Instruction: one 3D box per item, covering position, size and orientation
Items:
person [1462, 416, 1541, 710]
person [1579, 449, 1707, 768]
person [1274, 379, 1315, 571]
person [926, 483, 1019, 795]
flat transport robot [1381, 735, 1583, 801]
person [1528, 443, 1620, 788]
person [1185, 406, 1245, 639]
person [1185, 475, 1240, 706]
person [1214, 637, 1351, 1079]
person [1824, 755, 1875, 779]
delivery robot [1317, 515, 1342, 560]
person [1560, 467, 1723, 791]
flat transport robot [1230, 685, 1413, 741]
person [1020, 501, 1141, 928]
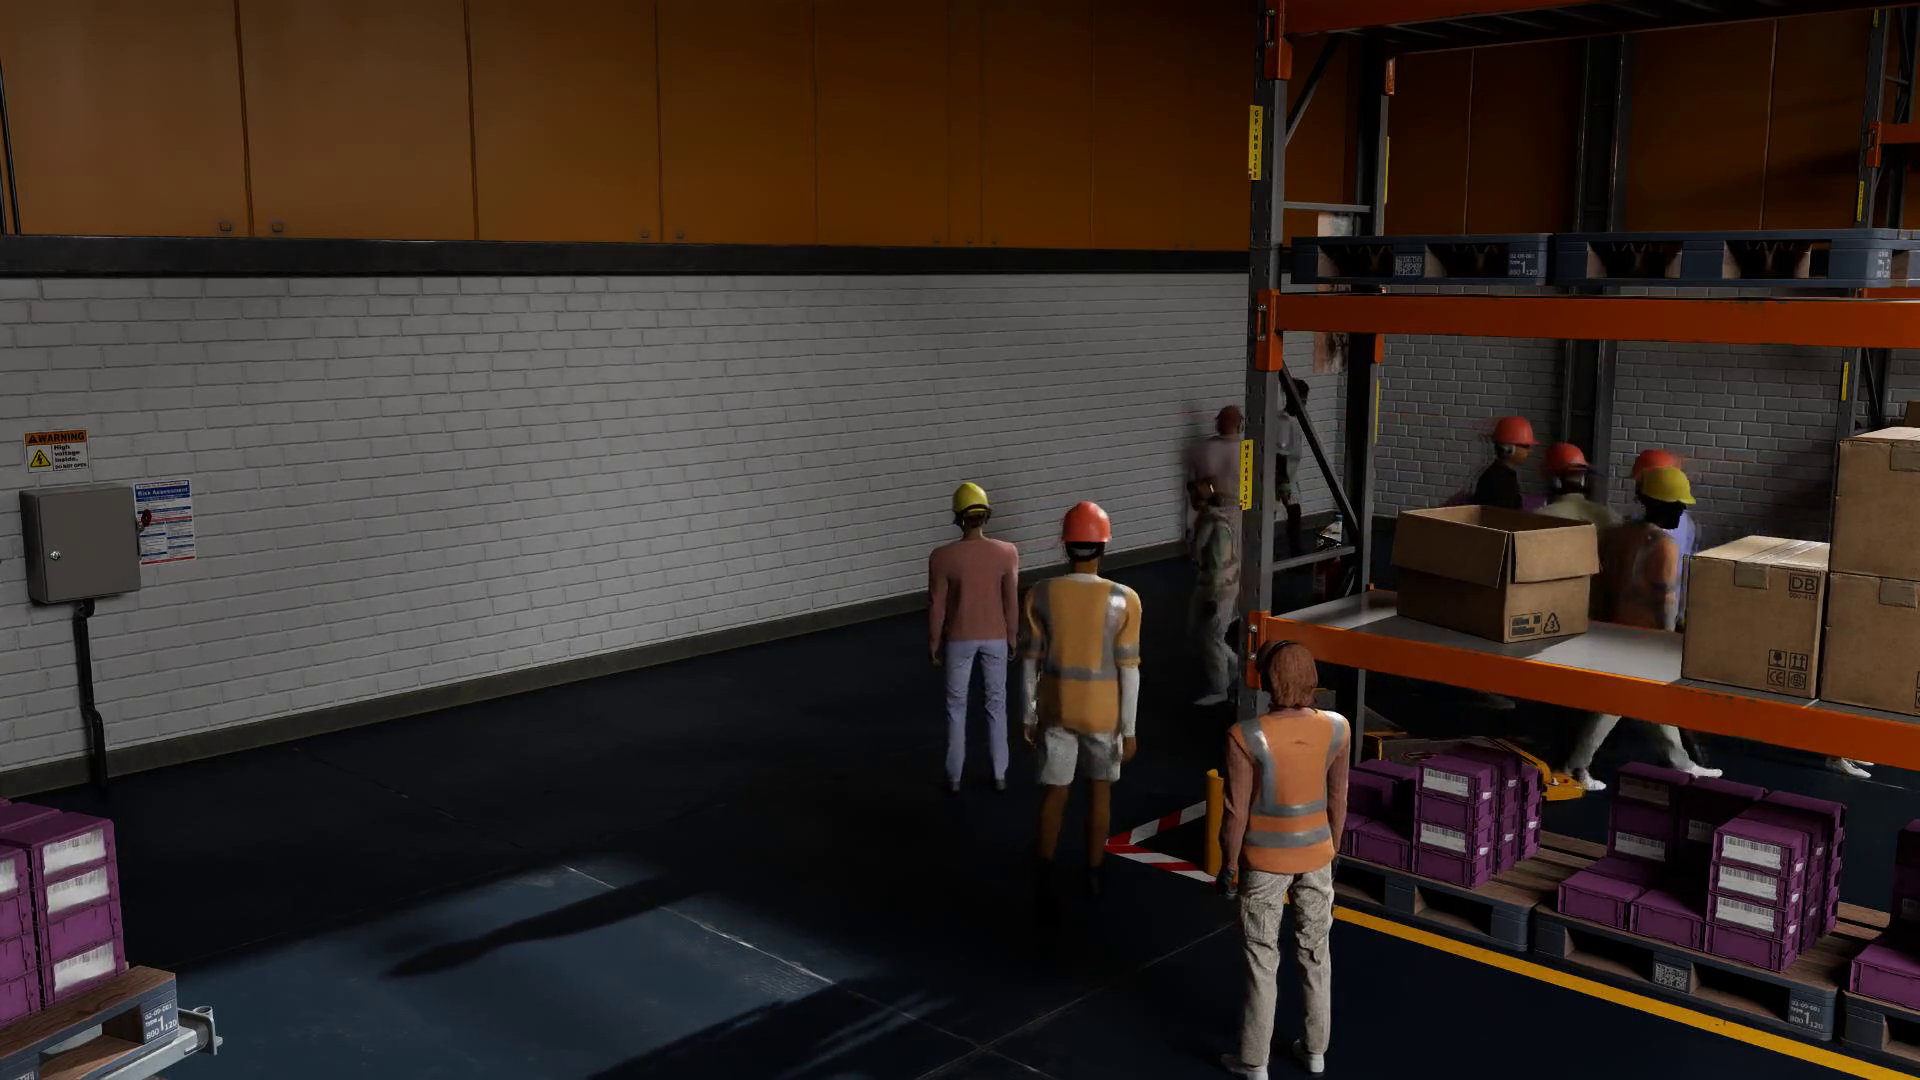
[{"bbox_3d":[3.575,0.149,11.177,0.527,1.978,0.613,6,11,32],"label":"person"},{"bbox_3d":[4.100,0.409,9.888,0.566,1.896,0.981,-6,11,-34],"label":"person"},{"bbox_3d":[3.083,-0.646,16.319,0.838,1.909,0.608,5,11,29],"label":"person"},{"bbox_3d":[0.072,0.558,9.348,0.528,1.766,0.336,-2,9,-11],"label":"person"},{"bbox_3d":[2.674,1.300,9.351,1.431,0.197,0.652,-2,9,-10],"label":"flat transport robot"},{"bbox_3d":[3.457,0.431,9.518,0.642,1.958,0.700,-3,10,-16],"label":"person"},{"bbox_3d":[2.161,-0.151,13.405,0.658,1.859,1.019,5,11,29],"label":"person"},{"bbox_3d":[1.717,0.349,11.090,0.518,1.605,0.541,-3,10,-16],"label":"person"},{"bbox_3d":[1.168,1.166,6.006,0.526,1.638,0.310,-3,10,-20],"label":"person"},{"bbox_3d":[5.263,0.558,9.736,0.278,1.633,0.507,6,11,33],"label":"person"},{"bbox_3d":[3.692,0.000,16.170,0.477,0.478,0.707,3,10,21],"label":"delivery robot"},{"bbox_3d":[3.840,0.511,9.329,1.006,1.866,0.596,-1,9,-3],"label":"person"},{"bbox_3d":[2.222,1.144,10.307,0.652,0.197,1.431,-2,9,-10],"label":"flat transport robot"},{"bbox_3d":[0.528,0.784,7.518,0.554,1.914,0.825,3,10,15],"label":"person"}]
